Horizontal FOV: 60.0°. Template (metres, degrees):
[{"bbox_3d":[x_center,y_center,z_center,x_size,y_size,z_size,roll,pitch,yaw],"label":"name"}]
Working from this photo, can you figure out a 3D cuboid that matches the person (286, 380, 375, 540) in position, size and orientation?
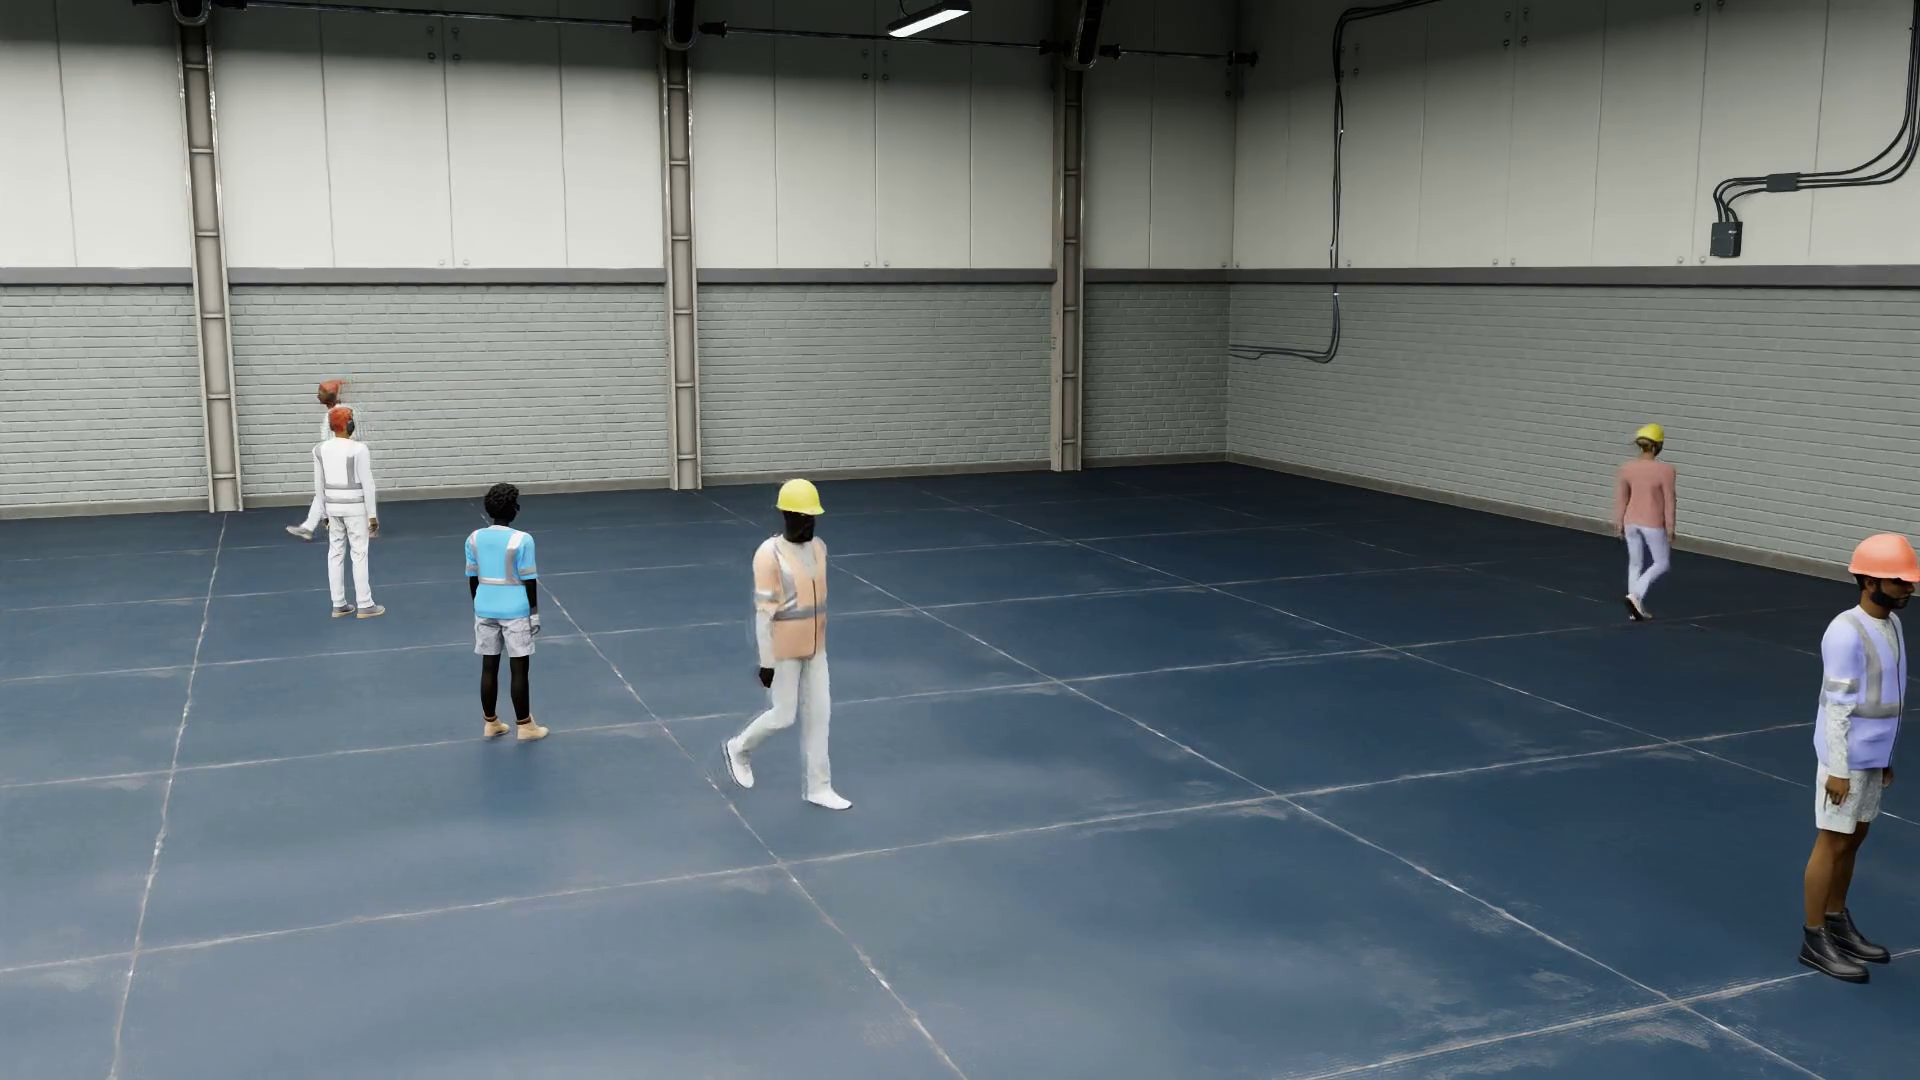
[{"bbox_3d":[-7.194,-0.897,18.991,0.969,1.829,0.606,-5,11,-31],"label":"person"}]

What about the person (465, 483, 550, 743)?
[{"bbox_3d":[-2.956,0.475,10.810,0.535,1.697,0.322,4,10,23],"label":"person"}]

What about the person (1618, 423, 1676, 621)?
[{"bbox_3d":[5.943,-0.138,14.455,0.460,1.755,0.540,-6,11,-34],"label":"person"}]

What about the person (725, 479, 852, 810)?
[{"bbox_3d":[-0.991,0.581,9.520,0.773,1.901,0.592,6,11,35],"label":"person"}]

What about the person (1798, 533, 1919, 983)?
[{"bbox_3d":[3.927,0.926,7.224,0.547,1.938,0.377,-8,12,-41],"label":"person"}]

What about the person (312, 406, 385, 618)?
[{"bbox_3d":[-5.419,-0.243,14.735,0.574,1.884,0.356,2,9,15],"label":"person"}]
